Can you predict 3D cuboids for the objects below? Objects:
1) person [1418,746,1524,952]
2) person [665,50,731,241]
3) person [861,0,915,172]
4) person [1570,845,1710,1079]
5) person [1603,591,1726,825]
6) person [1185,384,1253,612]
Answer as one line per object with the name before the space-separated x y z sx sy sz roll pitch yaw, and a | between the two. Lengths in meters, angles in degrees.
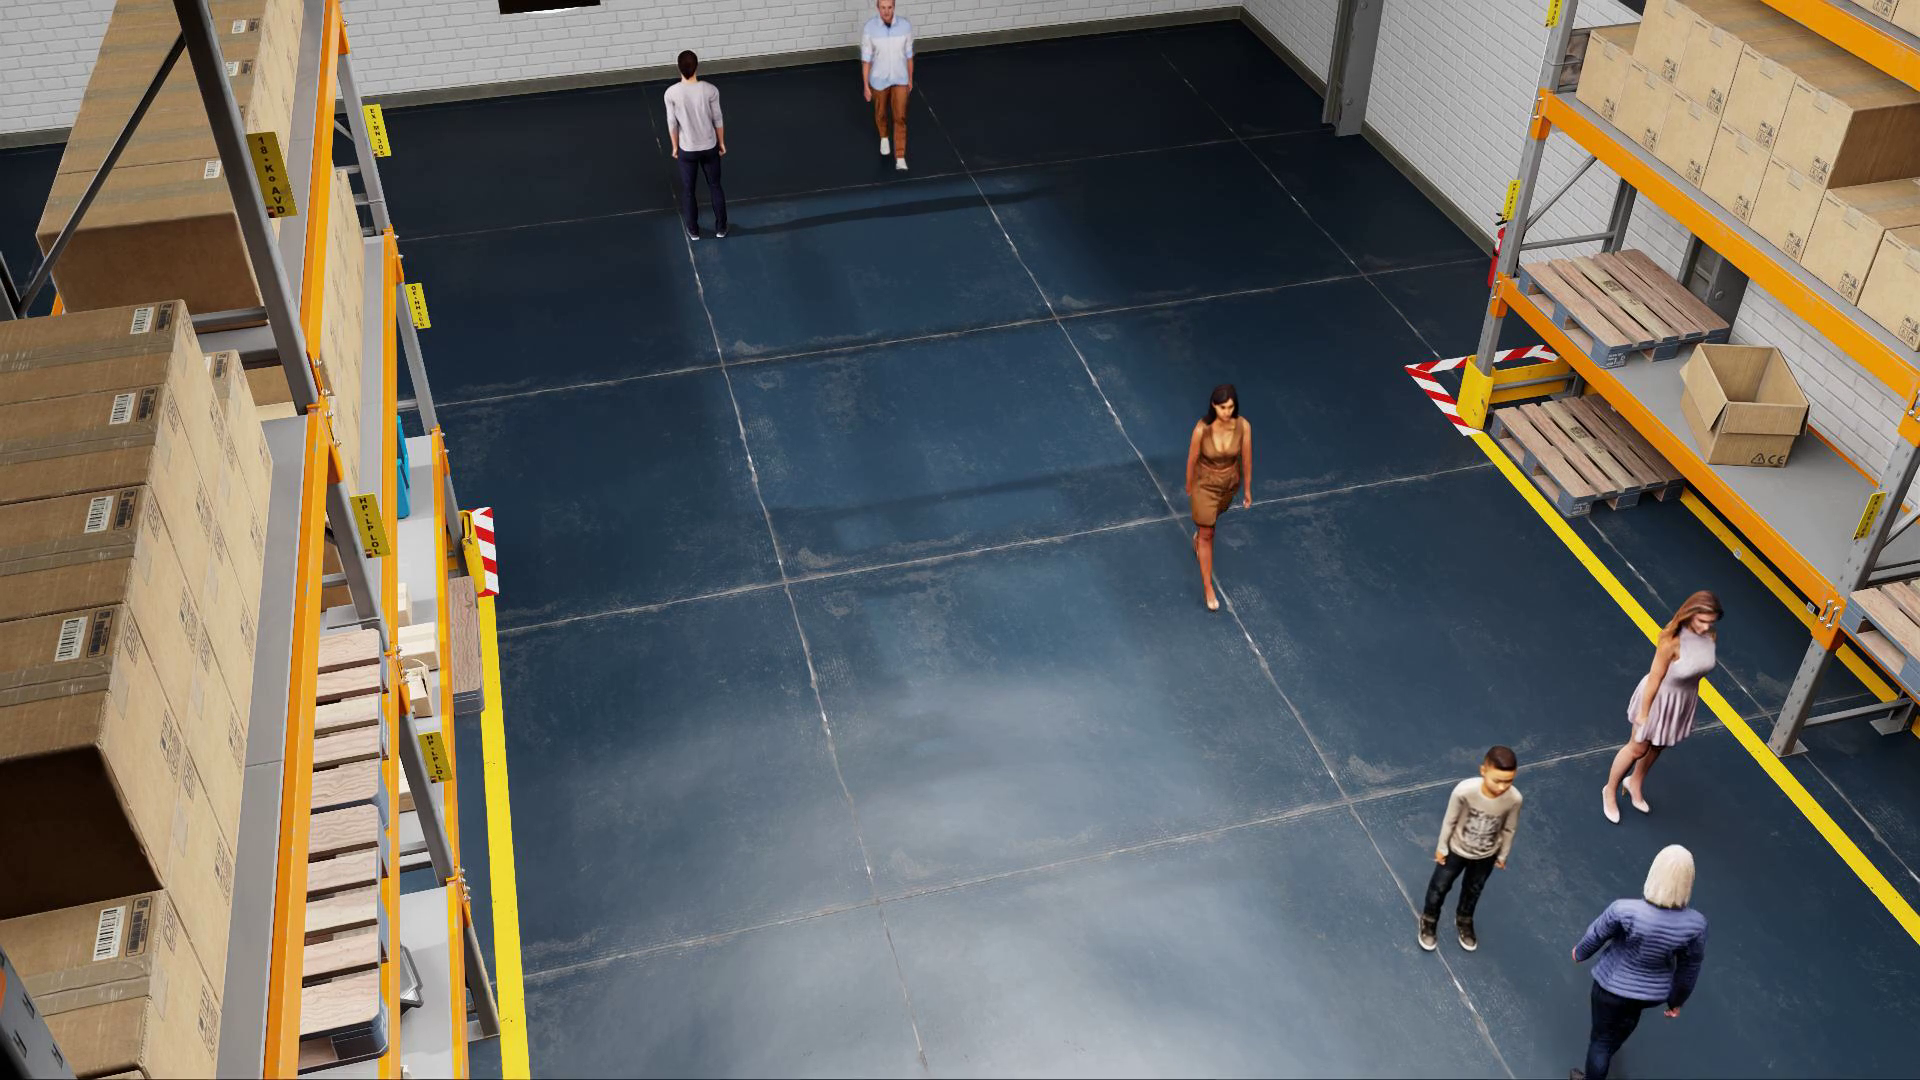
person | 2.803 1.666 9.124 0.616 1.463 0.631 4 39 5
person | -2.448 -3.680 15.513 0.677 1.844 0.563 -6 39 -7
person | -0.737 -4.682 16.819 0.803 1.780 1.170 -5 39 -6
person | 3.329 2.251 8.191 0.859 1.714 0.953 2 39 3
person | 4.128 0.971 9.750 0.572 1.768 0.586 -13 40 -15
person | 1.761 -0.411 11.578 0.591 1.645 1.059 -7 39 -9
